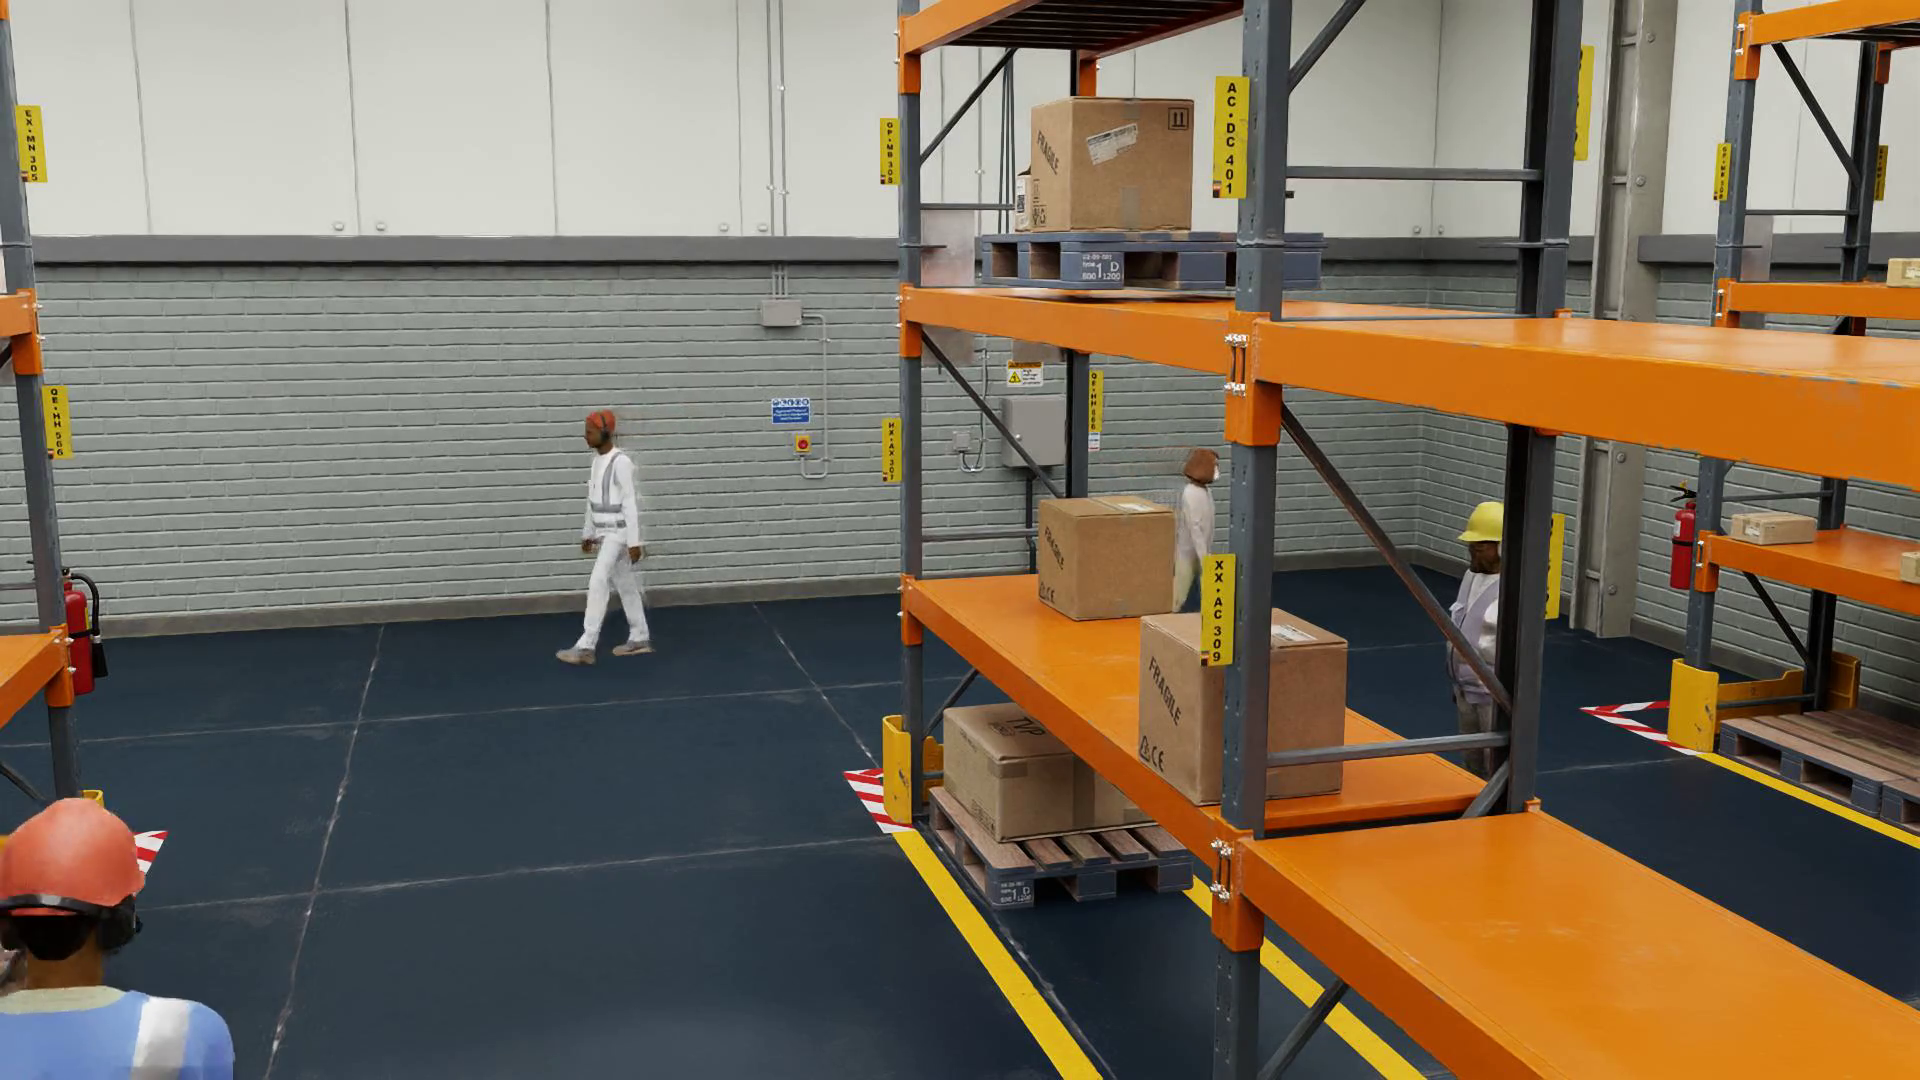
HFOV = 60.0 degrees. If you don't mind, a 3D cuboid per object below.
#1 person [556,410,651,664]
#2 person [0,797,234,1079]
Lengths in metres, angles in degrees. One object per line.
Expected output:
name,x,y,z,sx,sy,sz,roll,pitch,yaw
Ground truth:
person,-2.669,-0.018,12.208,0.875,1.848,0.619,-6,11,-29
person,-1.712,1.479,3.282,0.628,1.989,1.040,-2,10,-13
